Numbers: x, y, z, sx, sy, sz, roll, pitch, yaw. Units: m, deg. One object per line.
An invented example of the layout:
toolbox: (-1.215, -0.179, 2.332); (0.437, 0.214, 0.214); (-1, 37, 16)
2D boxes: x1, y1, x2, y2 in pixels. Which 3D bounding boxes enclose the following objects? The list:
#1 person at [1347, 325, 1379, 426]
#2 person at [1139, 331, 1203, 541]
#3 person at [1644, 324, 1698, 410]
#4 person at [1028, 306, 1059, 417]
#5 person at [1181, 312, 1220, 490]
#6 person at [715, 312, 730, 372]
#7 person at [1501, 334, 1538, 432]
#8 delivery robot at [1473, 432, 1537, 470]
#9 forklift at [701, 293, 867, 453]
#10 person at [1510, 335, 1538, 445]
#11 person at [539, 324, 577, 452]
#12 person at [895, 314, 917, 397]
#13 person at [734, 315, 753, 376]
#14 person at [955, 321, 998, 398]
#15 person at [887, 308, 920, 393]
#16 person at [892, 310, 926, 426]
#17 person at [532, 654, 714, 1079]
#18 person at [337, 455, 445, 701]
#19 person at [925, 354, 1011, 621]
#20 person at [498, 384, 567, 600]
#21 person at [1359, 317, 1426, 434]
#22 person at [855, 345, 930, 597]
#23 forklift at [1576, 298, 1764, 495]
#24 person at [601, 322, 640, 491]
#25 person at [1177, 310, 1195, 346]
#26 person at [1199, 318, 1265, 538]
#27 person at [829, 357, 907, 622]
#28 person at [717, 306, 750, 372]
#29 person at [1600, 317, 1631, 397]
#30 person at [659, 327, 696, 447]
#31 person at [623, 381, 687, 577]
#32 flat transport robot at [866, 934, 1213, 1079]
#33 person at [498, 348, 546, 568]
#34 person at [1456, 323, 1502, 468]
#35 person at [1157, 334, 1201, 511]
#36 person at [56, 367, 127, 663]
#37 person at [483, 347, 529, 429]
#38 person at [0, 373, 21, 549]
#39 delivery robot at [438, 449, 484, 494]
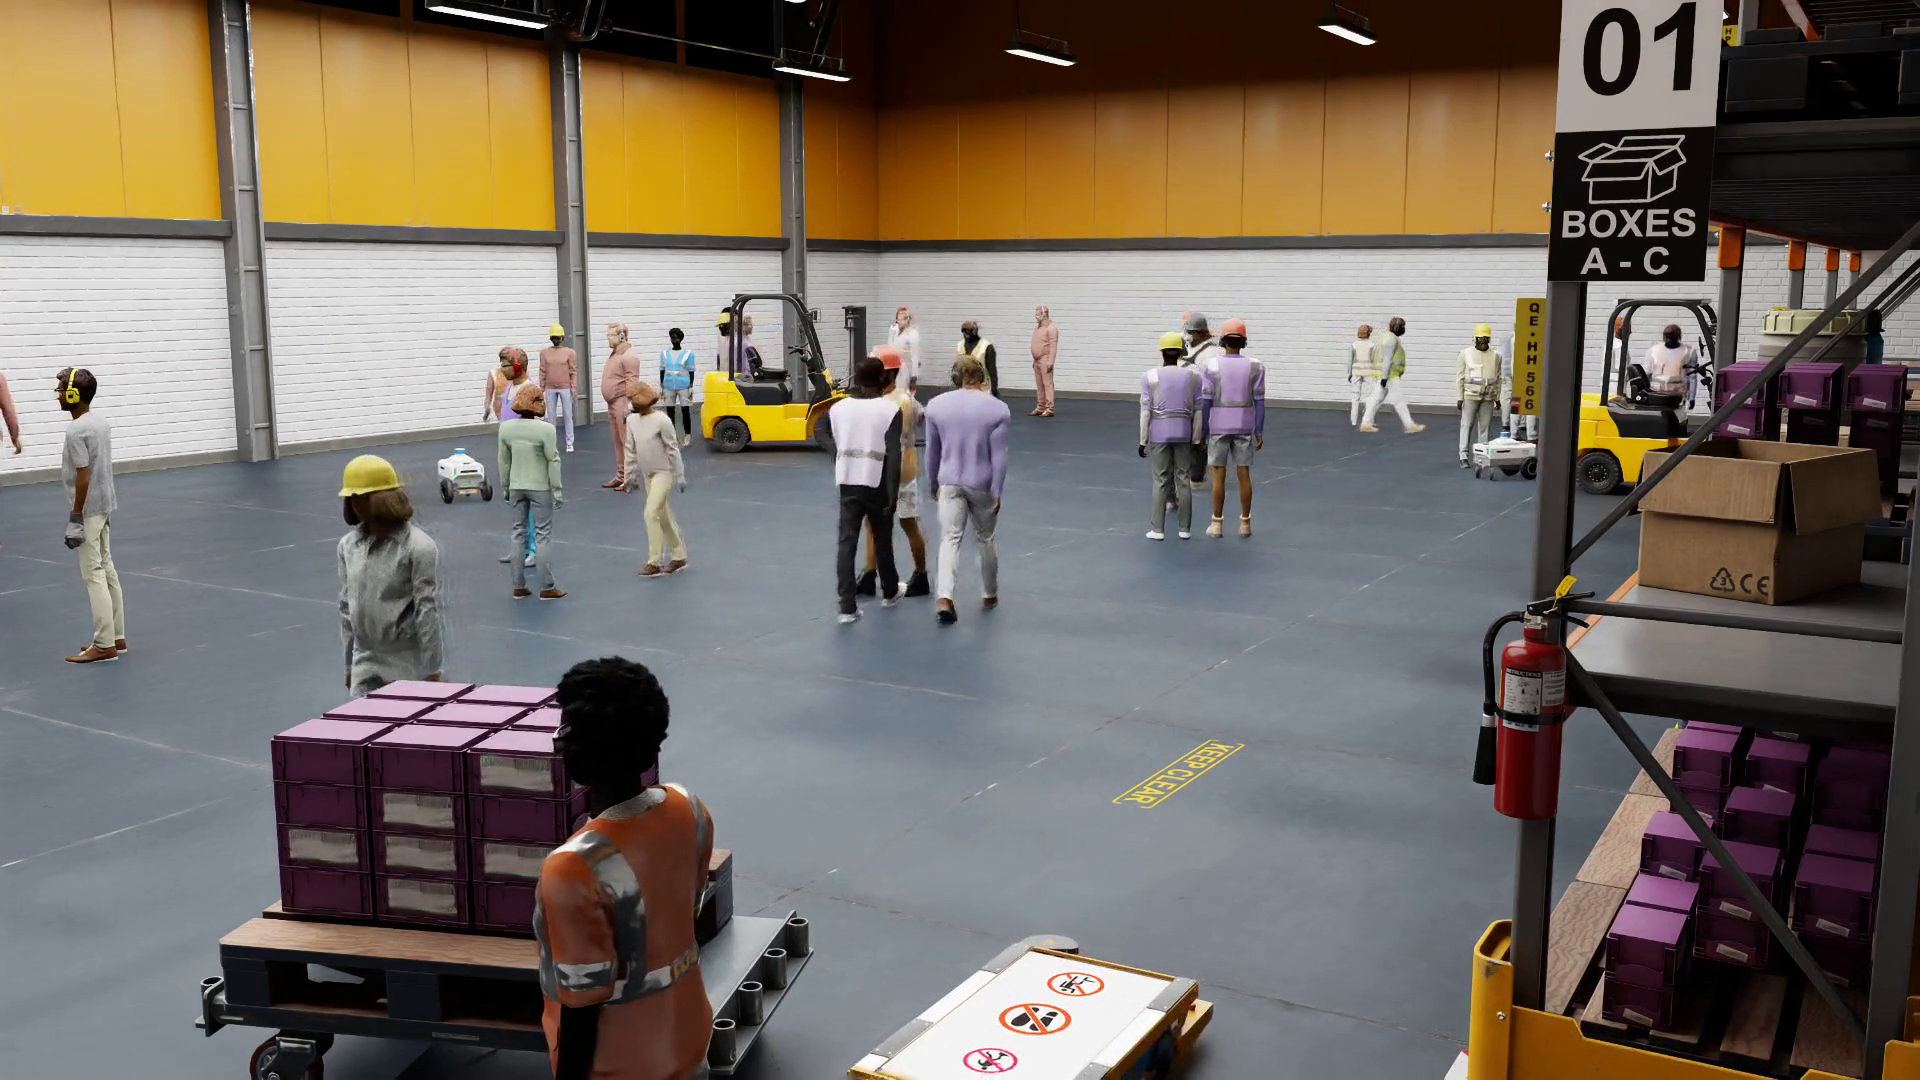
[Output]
person: (6.474, -2.630, 26.693); (0.514, 1.637, 0.314); (5, 10, 27)
person: (1.931, -0.953, 15.326); (0.594, 1.922, 0.381); (-1, 9, -8)
person: (8.979, -1.816, 21.085); (0.656, 1.834, 0.587); (6, 11, 33)
person: (1.413, -3.055, 28.527); (0.406, 1.902, 0.636); (-4, 10, -25)
person: (2.655, -1.575, 18.851); (0.565, 2.000, 0.703); (-3, 10, -20)
person: (-3.319, -2.422, 24.597); (0.750, 1.894, 0.596); (-4, 10, -24)
person: (8.704, -2.571, 25.808); (0.539, 1.808, 0.593); (-5, 10, -28)
delivery robot: (6.522, -1.052, 19.916); (0.707, 0.478, 0.477); (-3, 9, -15)
forklift: (-2.458, -2.344, 23.176); (2.313, 2.155, 1.214); (0, 9, -2)
person: (8.153, -2.311, 23.817); (0.368, 1.930, 0.624); (-6, 11, -33)
person: (-5.525, -2.082, 22.868); (0.525, 1.771, 0.305); (0, 9, 1)
person: (-1.122, -3.655, 32.886); (0.558, 1.700, 0.923); (3, 10, 19)
person: (-3.260, -2.377, 24.427); (0.968, 1.867, 0.634); (-2, 9, -11)
person: (0.190, -2.063, 22.627); (0.753, 1.794, 0.867); (5, 11, 30)
person: (-1.028, -3.378, 30.786); (0.596, 1.835, 0.987); (-4, 10, -22)
person: (-0.863, -2.715, 26.451); (0.812, 1.882, 0.660); (-4, 10, -23)
person: (-0.685, 1.069, 3.413); (0.318, 1.699, 0.535); (3, 9, 16)
person: (-2.322, 0.492, 6.927); (0.498, 1.727, 0.518); (3, 10, 20)
person: (0.040, -0.376, 11.846); (0.630, 1.893, 0.944); (1, 9, 6)
person: (-3.225, -0.359, 12.528); (0.507, 1.632, 0.264); (3, 10, 18)
person: (6.658, -2.527, 25.615); (1.003, 1.783, 0.631); (2, 9, 10)
person: (-0.581, -0.496, 12.492); (0.823, 1.912, 0.589); (-4, 10, -22)
forklift: (7.954, -1.589, 18.462); (2.313, 2.155, 1.214); (5, 11, 30)
person: (-3.861, -1.512, 18.876); (0.409, 1.910, 0.640); (-5, 11, -30)
person: (3.413, -2.455, 24.740); (0.557, 1.924, 0.429); (3, 10, 18)
person: (2.519, -1.038, 15.491); (0.616, 2.041, 0.382); (0, 9, -2)
person: (-0.661, -0.381, 11.968); (0.590, 1.853, 0.975); (3, 10, 19)
person: (-3.439, -2.541, 25.112); (0.607, 1.965, 0.367); (5, 10, 29)
person: (8.637, -1.988, 21.929); (0.357, 1.880, 0.574); (0, 9, -2)
person: (-4.007, -2.158, 23.559); (0.535, 1.699, 0.318); (1, 9, 7)
person: (-2.489, -0.491, 13.461); (0.520, 1.591, 0.711); (8, 12, 42)
flat transport robot: (0.192, 1.539, 4.919); (0.652, 0.197, 1.431); (5, 10, 29)
person: (-3.646, -0.690, 13.958); (0.391, 1.838, 0.563); (-7, 11, -37)
person: (6.571, -1.824, 21.040); (0.592, 1.837, 0.404); (-1, 9, -5)
person: (2.262, -1.214, 17.261); (0.538, 1.825, 0.418); (3, 10, 18)
person: (-5.530, -0.152, 10.534); (0.328, 1.862, 0.513); (-2, 9, -10)
person: (-5.356, -1.491, 19.732); (0.517, 1.590, 0.880); (2, 9, 10)
person: (-8.835, -0.890, 14.953); (0.635, 1.939, 1.085); (-4, 10, -25)
delivery robot: (-5.410, -0.748, 18.023); (0.477, 0.478, 0.707); (-5, 11, -30)
